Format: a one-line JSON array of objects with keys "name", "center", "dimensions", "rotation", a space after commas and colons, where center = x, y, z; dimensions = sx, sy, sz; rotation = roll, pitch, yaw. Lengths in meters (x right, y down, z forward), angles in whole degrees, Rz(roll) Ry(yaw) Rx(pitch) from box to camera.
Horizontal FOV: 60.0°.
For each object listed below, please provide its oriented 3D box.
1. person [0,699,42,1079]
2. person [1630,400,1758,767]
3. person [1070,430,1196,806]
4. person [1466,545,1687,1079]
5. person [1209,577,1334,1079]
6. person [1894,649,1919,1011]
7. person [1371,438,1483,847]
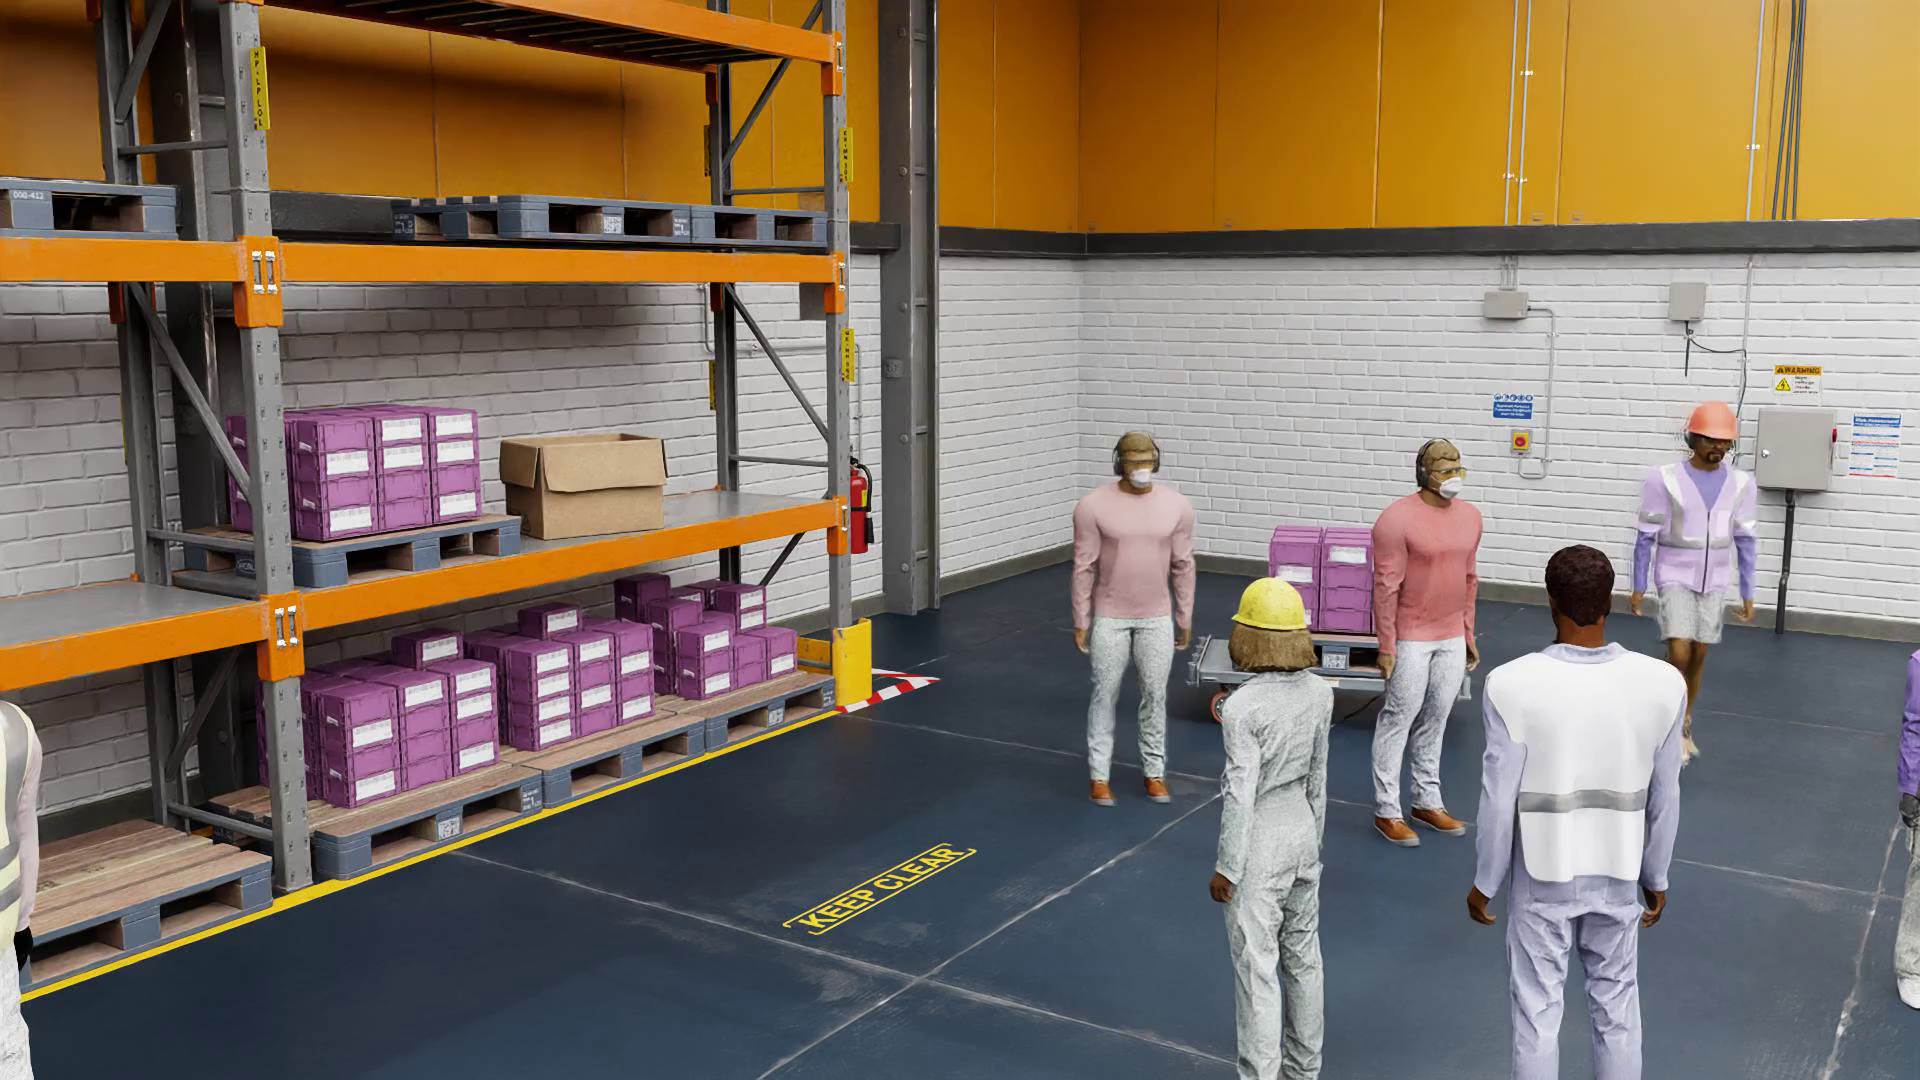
[{"name": "person", "center": [-2.720, 1.076, 4.369], "dimensions": [0.429, 1.844, 0.625], "rotation": [4, 9, 22]}, {"name": "person", "center": [4.074, 0.248, 9.157], "dimensions": [0.649, 2.019, 0.694], "rotation": [0, 9, -1]}, {"name": "person", "center": [0.883, 0.399, 8.502], "dimensions": [0.649, 1.931, 0.380], "rotation": [-1, 9, -6]}, {"name": "person", "center": [1.785, 0.968, 4.842], "dimensions": [0.588, 1.913, 0.391], "rotation": [0, 9, -1]}, {"name": "person", "center": [0.972, 0.982, 5.297], "dimensions": [0.494, 1.743, 0.307], "rotation": [-8, 12, -41]}, {"name": "person", "center": [3.674, 0.923, 6.052], "dimensions": [0.509, 1.629, 0.316], "rotation": [1, 9, 8]}, {"name": "person", "center": [2.233, 0.477, 7.948], "dimensions": [0.629, 1.940, 0.376], "rotation": [-5, 10, -28]}]
